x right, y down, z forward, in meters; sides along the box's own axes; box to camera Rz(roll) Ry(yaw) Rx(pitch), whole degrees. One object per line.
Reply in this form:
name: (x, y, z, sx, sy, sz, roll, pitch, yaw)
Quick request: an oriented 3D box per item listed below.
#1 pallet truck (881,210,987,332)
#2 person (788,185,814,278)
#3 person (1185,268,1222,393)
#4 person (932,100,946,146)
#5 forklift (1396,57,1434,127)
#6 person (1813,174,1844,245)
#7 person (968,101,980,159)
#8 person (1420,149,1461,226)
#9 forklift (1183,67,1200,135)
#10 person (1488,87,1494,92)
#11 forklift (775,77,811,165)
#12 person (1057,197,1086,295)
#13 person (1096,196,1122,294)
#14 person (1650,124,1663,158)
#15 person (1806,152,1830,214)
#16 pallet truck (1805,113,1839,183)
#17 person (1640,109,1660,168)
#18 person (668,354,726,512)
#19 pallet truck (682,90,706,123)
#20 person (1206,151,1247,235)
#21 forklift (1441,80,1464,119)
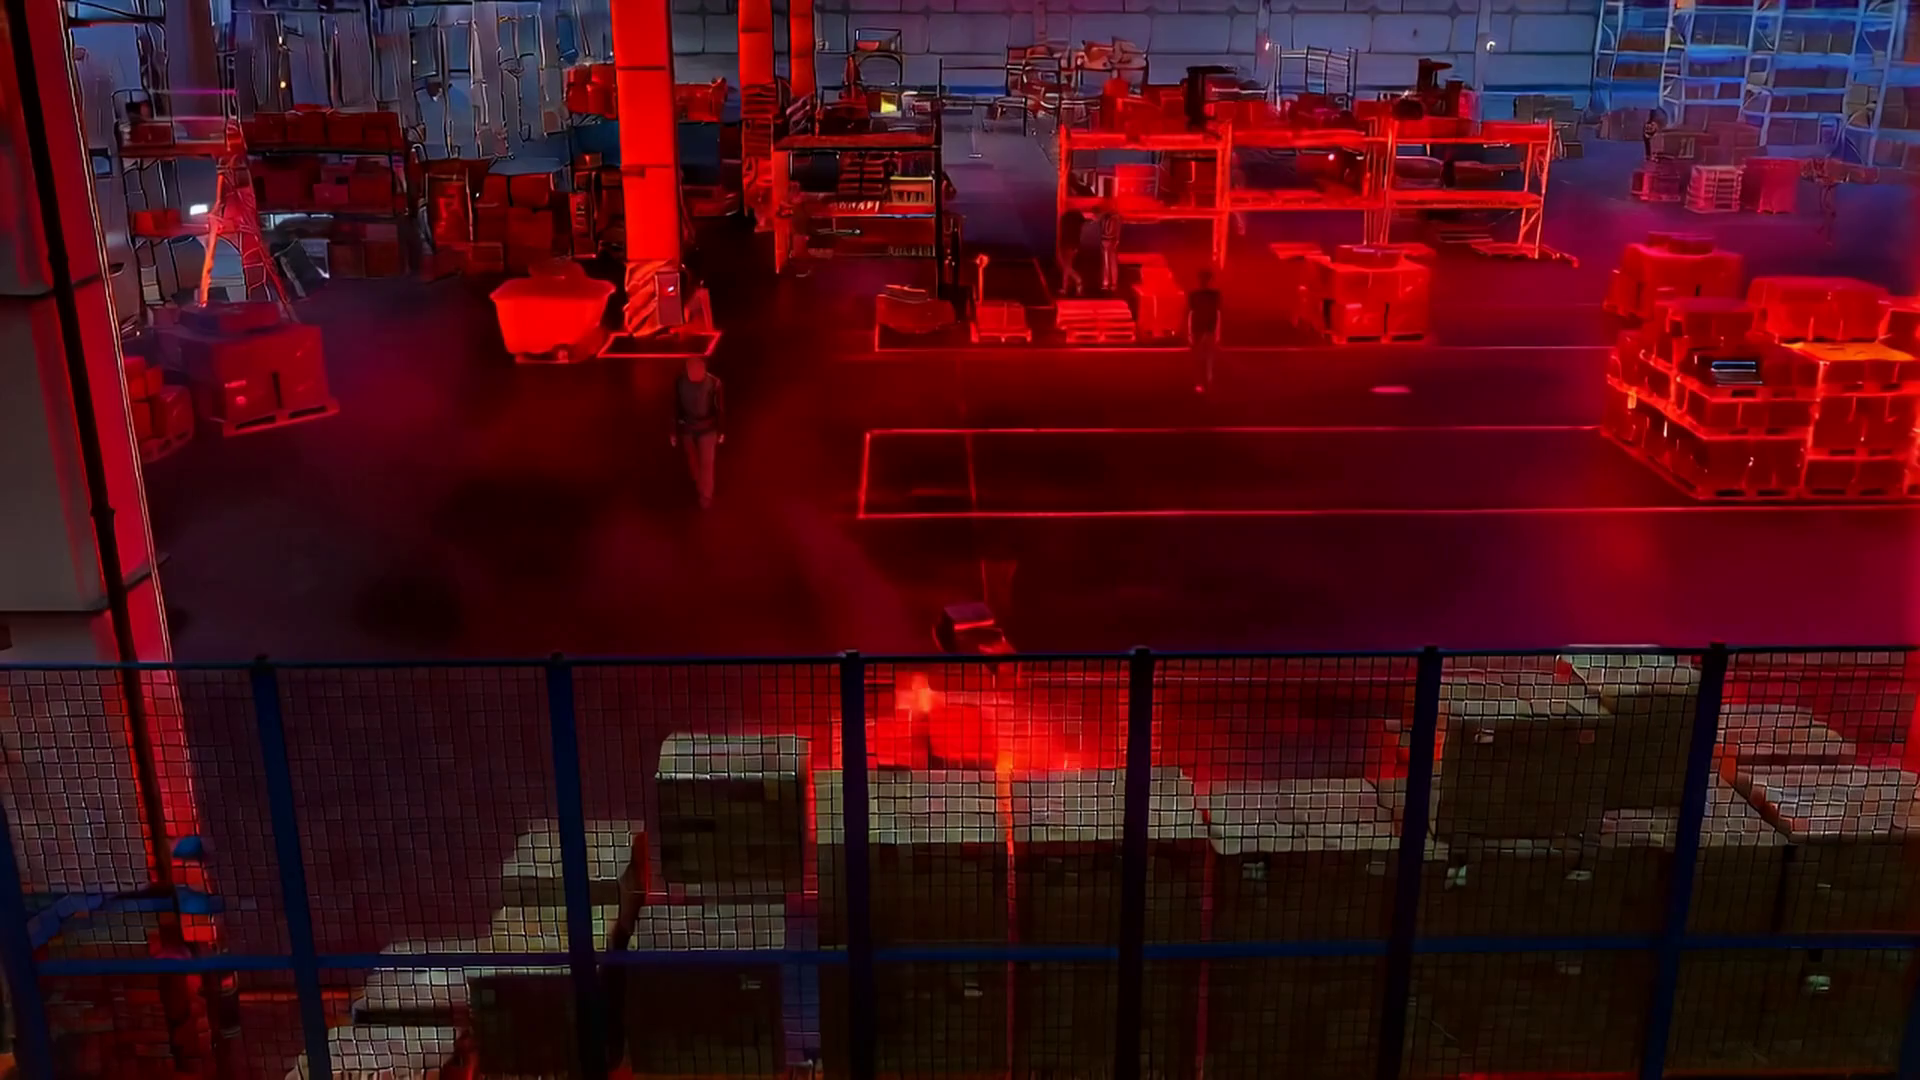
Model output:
pallet truck: (-0.493, -4.759, 29.349, 1.885, 1.965, 0.823, -13, 23, -34)
person: (-3.310, -6.320, 34.108, 0.421, 1.915, 0.590, -13, 23, -35)
person: (3.603, -3.099, 24.634, 0.548, 1.859, 0.385, -2, 19, -5)
person: (-0.752, -15.307, 61.109, 0.552, 1.682, 0.434, 8, 20, 21)
forklift: (19.159, -18.499, 68.750, 1.873, 2.768, 1.129, -1, 19, -1)
person: (20.191, -7.670, 38.553, 0.423, 1.622, 0.531, 7, 20, 20)
person: (0.483, -14.060, 57.054, 0.362, 1.933, 0.625, 7, 20, 20)
person: (12.119, -8.792, 41.505, 1.034, 1.878, 0.651, 9, 21, 26)
forklift: (8.517, -15.885, 60.997, 1.873, 2.768, 1.129, -1, 19, -1)
person: (20.707, -16.757, 65.085, 0.576, 1.896, 0.915, 10, 21, 26)
forklift: (-5.920, -13.893, 55.085, 1.873, 2.768, 1.129, -1, 19, -1)
person: (2.197, -5.651, 32.167, 0.654, 1.895, 0.716, -13, 23, -34)
person: (2.921, -5.766, 32.511, 0.346, 1.884, 0.584, -10, 21, -28)
person: (21.306, -11.887, 50.960, 0.316, 1.695, 0.542, 18, 25, 42)
person: (22.596, -9.424, 43.814, 0.499, 1.593, 0.849, 5, 19, 15)
pallet truck: (26.403, -11.957, 50.702, 0.823, 1.965, 1.885, 6, 19, 16)
person: (22.463, -13.036, 54.042, 0.391, 1.912, 0.589, -3, 19, -8)
person: (-3.047, -1.227, 19.147, 0.647, 1.812, 0.771, 1, 19, 4)
pallet truck: (-9.671, -15.907, 62.421, 0.823, 1.965, 1.885, 5, 19, 15)
person: (6.481, -8.367, 39.985, 1.002, 2.000, 0.697, 2, 19, 5)
forklift: (15.644, -13.239, 53.146, 1.873, 2.768, 1.129, -1, 19, -1)
